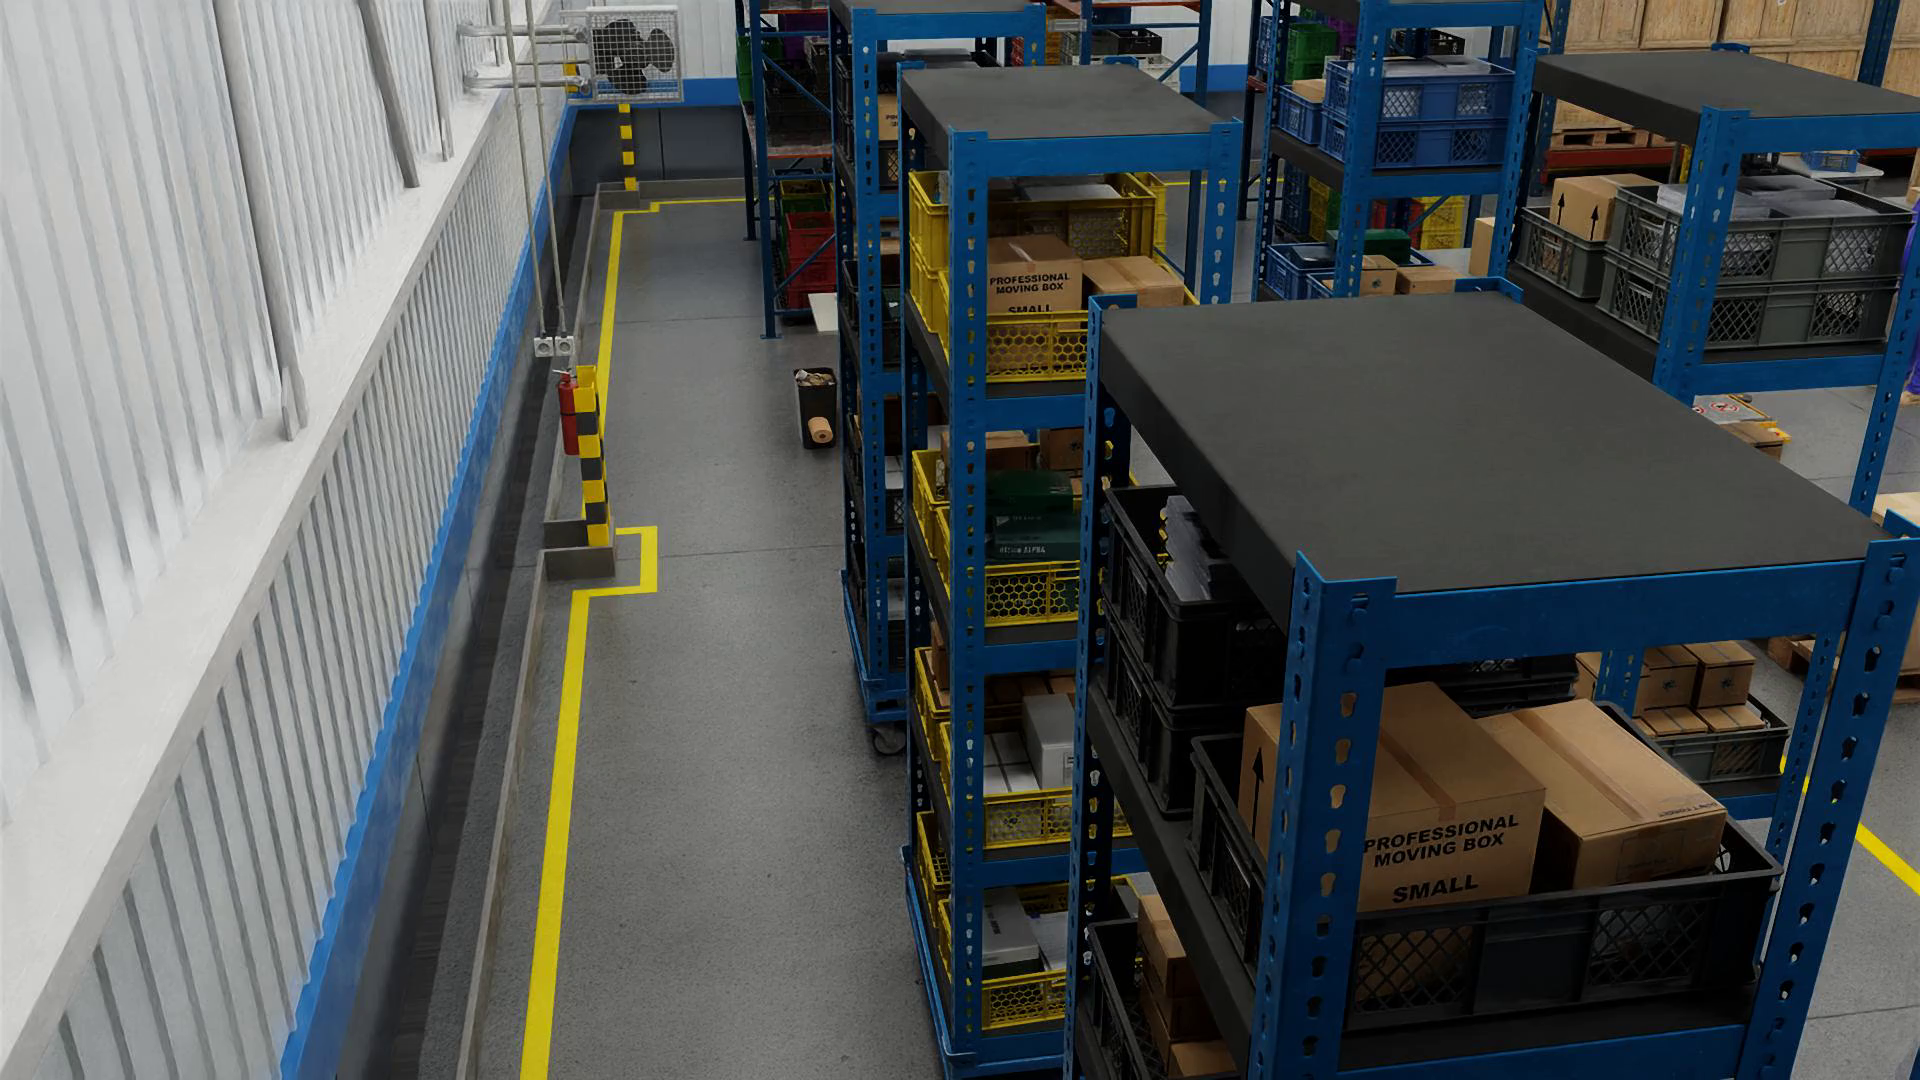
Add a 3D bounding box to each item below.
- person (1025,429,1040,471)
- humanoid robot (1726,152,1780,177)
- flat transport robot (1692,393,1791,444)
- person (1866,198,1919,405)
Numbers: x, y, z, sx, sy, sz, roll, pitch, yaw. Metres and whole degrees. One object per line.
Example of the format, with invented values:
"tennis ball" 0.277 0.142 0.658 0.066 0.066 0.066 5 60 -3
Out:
"person" 0.501 -0.109 8.742 0.532 1.766 0.324 12 27 25
"humanoid robot" 7.287 -3.152 15.448 0.612 1.657 0.308 -3 25 -7
"flat transport robot" 5.224 -0.859 12.132 1.431 0.197 0.652 -4 25 -8
"person" 7.338 -2.049 12.635 0.536 2.000 0.680 2 25 4
